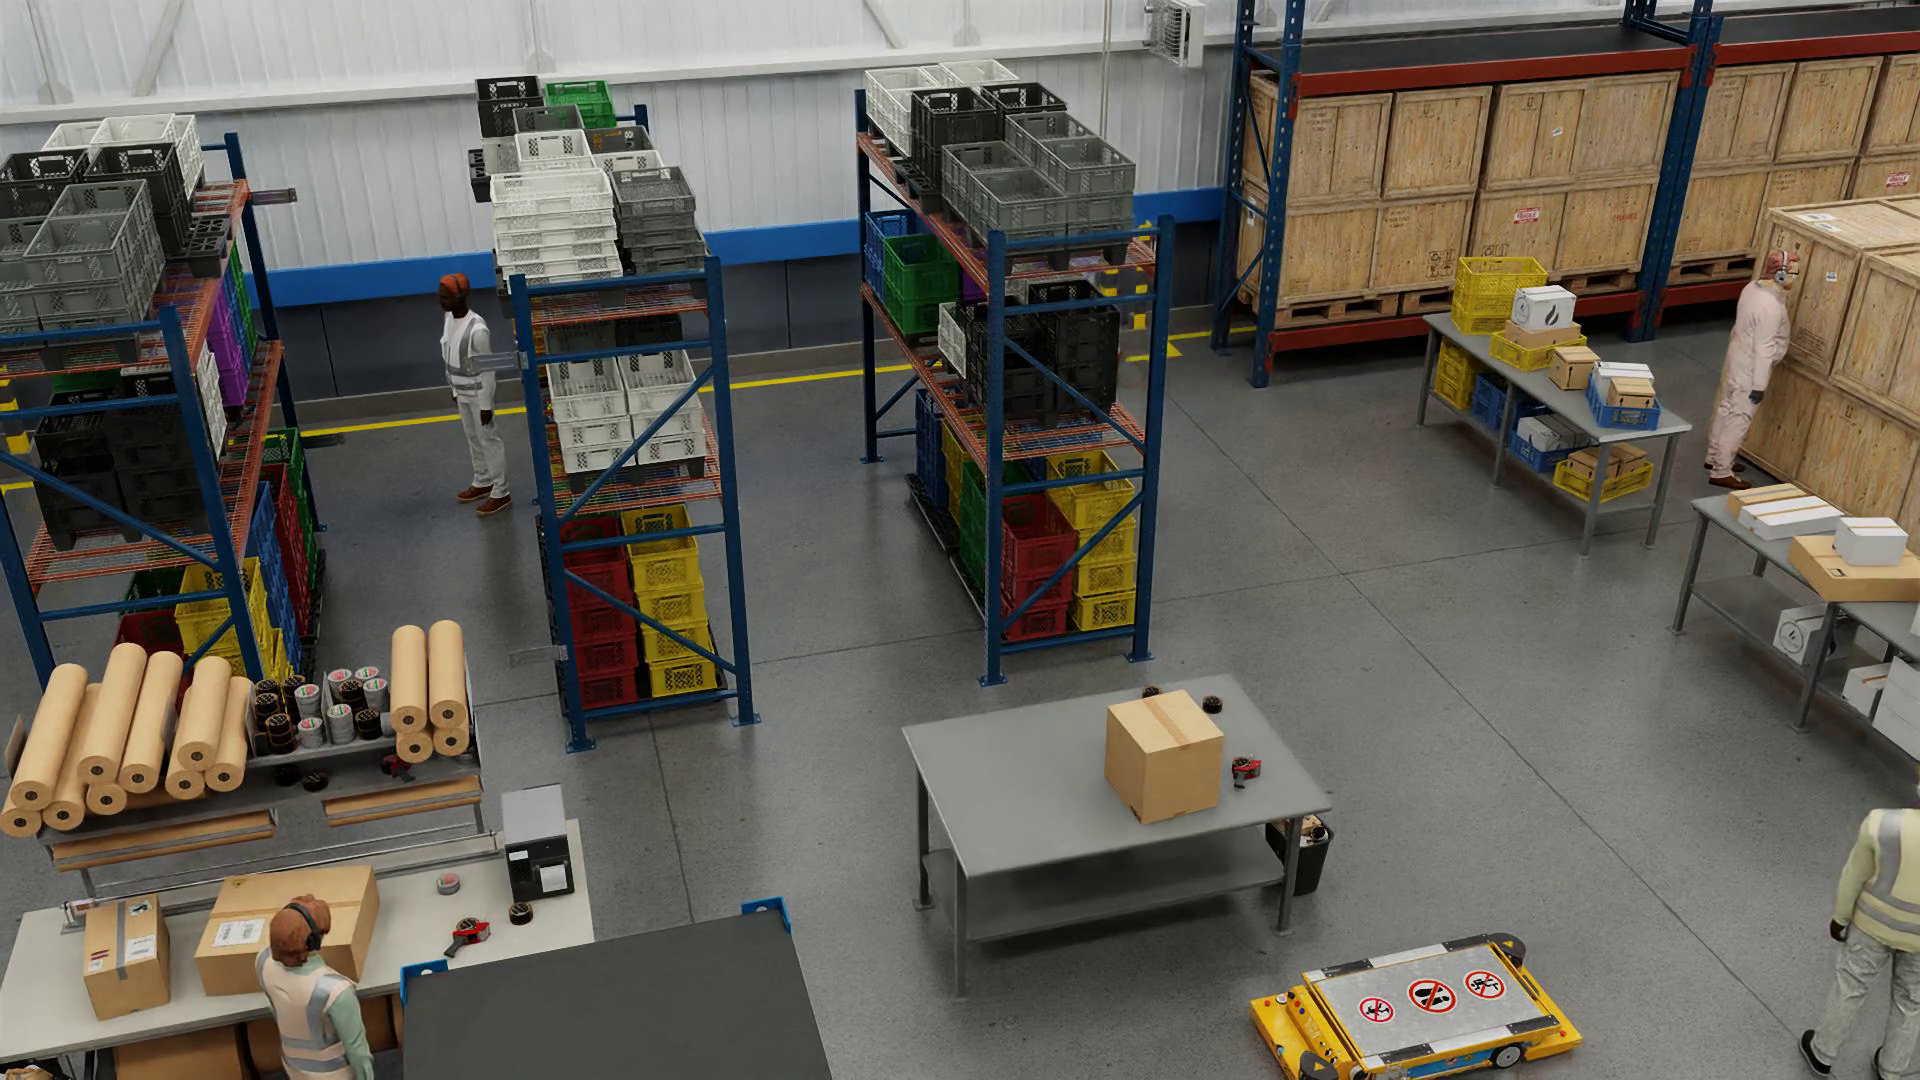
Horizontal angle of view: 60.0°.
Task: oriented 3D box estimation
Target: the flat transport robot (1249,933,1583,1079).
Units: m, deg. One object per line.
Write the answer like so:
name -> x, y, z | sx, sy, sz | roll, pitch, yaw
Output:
flat transport robot -> 2.184, 2.282, 7.980 | 1.431, 0.197, 0.652 | -8, 30, -14

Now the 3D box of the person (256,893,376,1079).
person -> -2.591, 2.148, 6.821 | 0.518, 1.632, 0.311 | 15, 32, 25

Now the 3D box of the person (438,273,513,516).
person -> -3.662, -1.099, 12.470 | 0.351, 1.884, 0.581 | -23, 36, -35

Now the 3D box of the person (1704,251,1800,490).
person -> 6.150, -1.324, 12.871 | 0.402, 1.900, 0.636 | 5, 29, 8

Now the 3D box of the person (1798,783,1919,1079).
person -> 4.225, 1.699, 7.441 | 0.589, 1.824, 0.403 | 11, 31, 19

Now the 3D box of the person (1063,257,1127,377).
person -> 1.104, -2.414, 14.837 | 0.735, 1.920, 0.734 | -2, 29, -4
